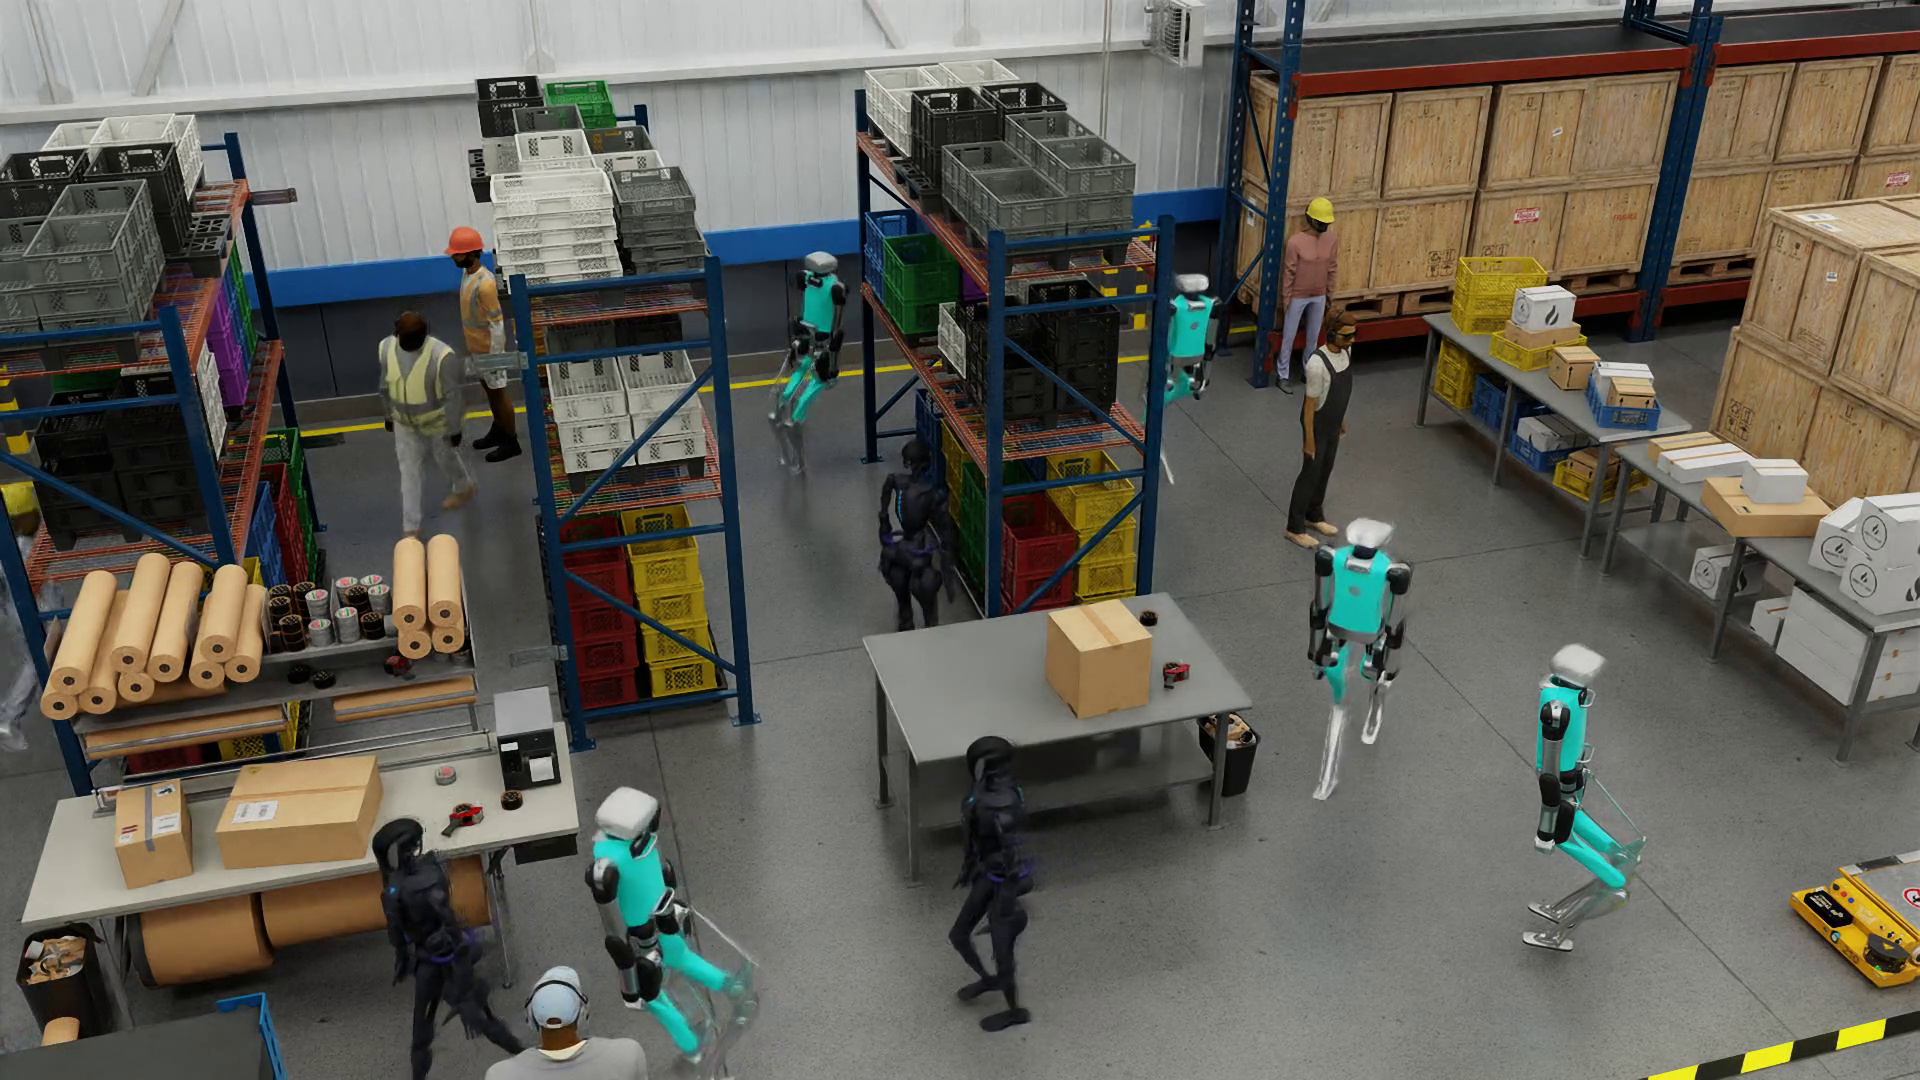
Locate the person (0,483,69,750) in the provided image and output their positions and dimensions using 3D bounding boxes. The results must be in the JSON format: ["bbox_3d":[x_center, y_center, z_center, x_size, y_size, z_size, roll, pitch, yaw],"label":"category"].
[{"bbox_3d":[-5.468,0.477,9.783,0.503,1.720,0.624,12,31,20],"label":"person"}]

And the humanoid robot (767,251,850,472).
[{"bbox_3d":[-1.257,-1.342,13.093,0.538,1.777,0.773,25,38,38],"label":"humanoid robot"}]

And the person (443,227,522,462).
[{"bbox_3d":[-3.815,-1.561,13.269,0.363,1.935,0.551,-17,33,-28],"label":"person"}]

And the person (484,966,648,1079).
[{"bbox_3d":[-1.427,2.339,6.261,0.597,1.850,0.397,-8,30,-15],"label":"person"}]

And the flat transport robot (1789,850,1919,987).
[{"bbox_3d":[5.163,1.916,8.676,1.431,0.231,0.659,-8,30,-14],"label":"flat transport robot"}]

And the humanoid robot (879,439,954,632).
[{"bbox_3d":[-0.325,0.169,10.407,0.612,1.648,0.479,21,35,33],"label":"humanoid robot"}]

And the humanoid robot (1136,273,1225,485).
[{"bbox_3d":[1.617,-1.347,13.117,0.551,1.792,0.924,-9,30,-17],"label":"humanoid robot"}]

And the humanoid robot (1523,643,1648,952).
[{"bbox_3d":[3.101,1.311,8.112,0.735,1.677,0.533,15,32,25],"label":"humanoid robot"}]

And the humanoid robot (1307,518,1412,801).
[{"bbox_3d":[2.353,0.566,9.646,0.530,1.780,1.003,15,32,24],"label":"humanoid robot"}]

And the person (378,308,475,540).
[{"bbox_3d":[-3.935,-0.902,12.240,0.670,1.784,0.949,4,29,8],"label":"person"}]

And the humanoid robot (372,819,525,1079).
[{"bbox_3d":[-2.267,1.870,7.339,0.603,1.629,0.738,23,36,35],"label":"humanoid robot"}]

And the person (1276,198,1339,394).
[{"bbox_3d":[3.040,-2.127,14.487,0.522,1.761,0.336,-10,30,-18],"label":"person"}]

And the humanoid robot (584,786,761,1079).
[{"bbox_3d":[-1.202,1.861,7.270,0.764,1.799,0.566,8,30,14],"label":"humanoid robot"}]

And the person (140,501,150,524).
[{"bbox_3d":[-6.029,-1.023,12.193,0.604,2.035,0.380,20,35,32],"label":"person"}]

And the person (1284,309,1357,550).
[{"bbox_3d":[2.626,-0.808,12.011,0.333,1.837,0.506,22,35,34],"label":"person"}]

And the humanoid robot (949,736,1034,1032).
[{"bbox_3d":[0.159,1.624,7.741,0.343,1.651,0.601,-9,30,-15],"label":"humanoid robot"}]
